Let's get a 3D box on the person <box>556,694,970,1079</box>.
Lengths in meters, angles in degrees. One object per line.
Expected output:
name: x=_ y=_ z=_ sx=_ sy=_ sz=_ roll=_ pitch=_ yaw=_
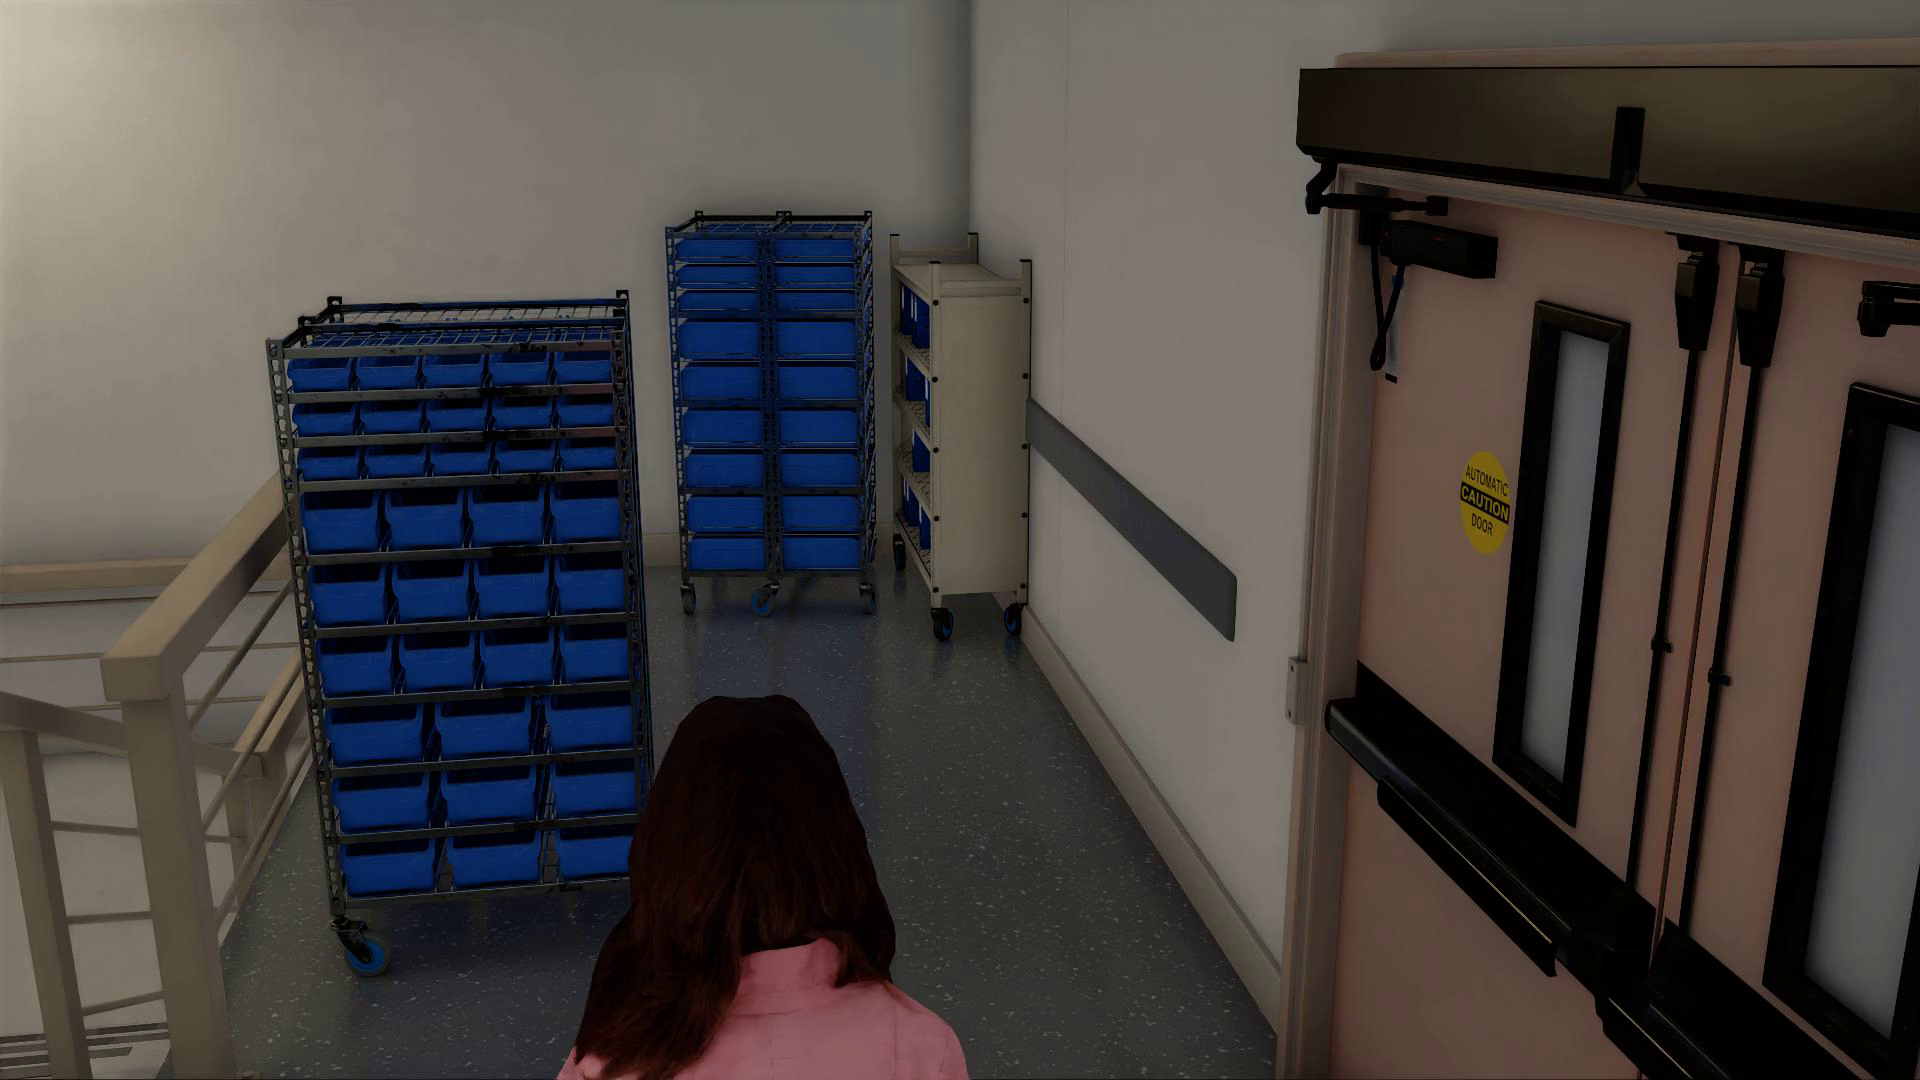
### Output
person: x=-0.193 y=1.068 z=1.707 sx=0.635 sy=1.766 sz=1.091 roll=-3 pitch=16 yaw=-11
